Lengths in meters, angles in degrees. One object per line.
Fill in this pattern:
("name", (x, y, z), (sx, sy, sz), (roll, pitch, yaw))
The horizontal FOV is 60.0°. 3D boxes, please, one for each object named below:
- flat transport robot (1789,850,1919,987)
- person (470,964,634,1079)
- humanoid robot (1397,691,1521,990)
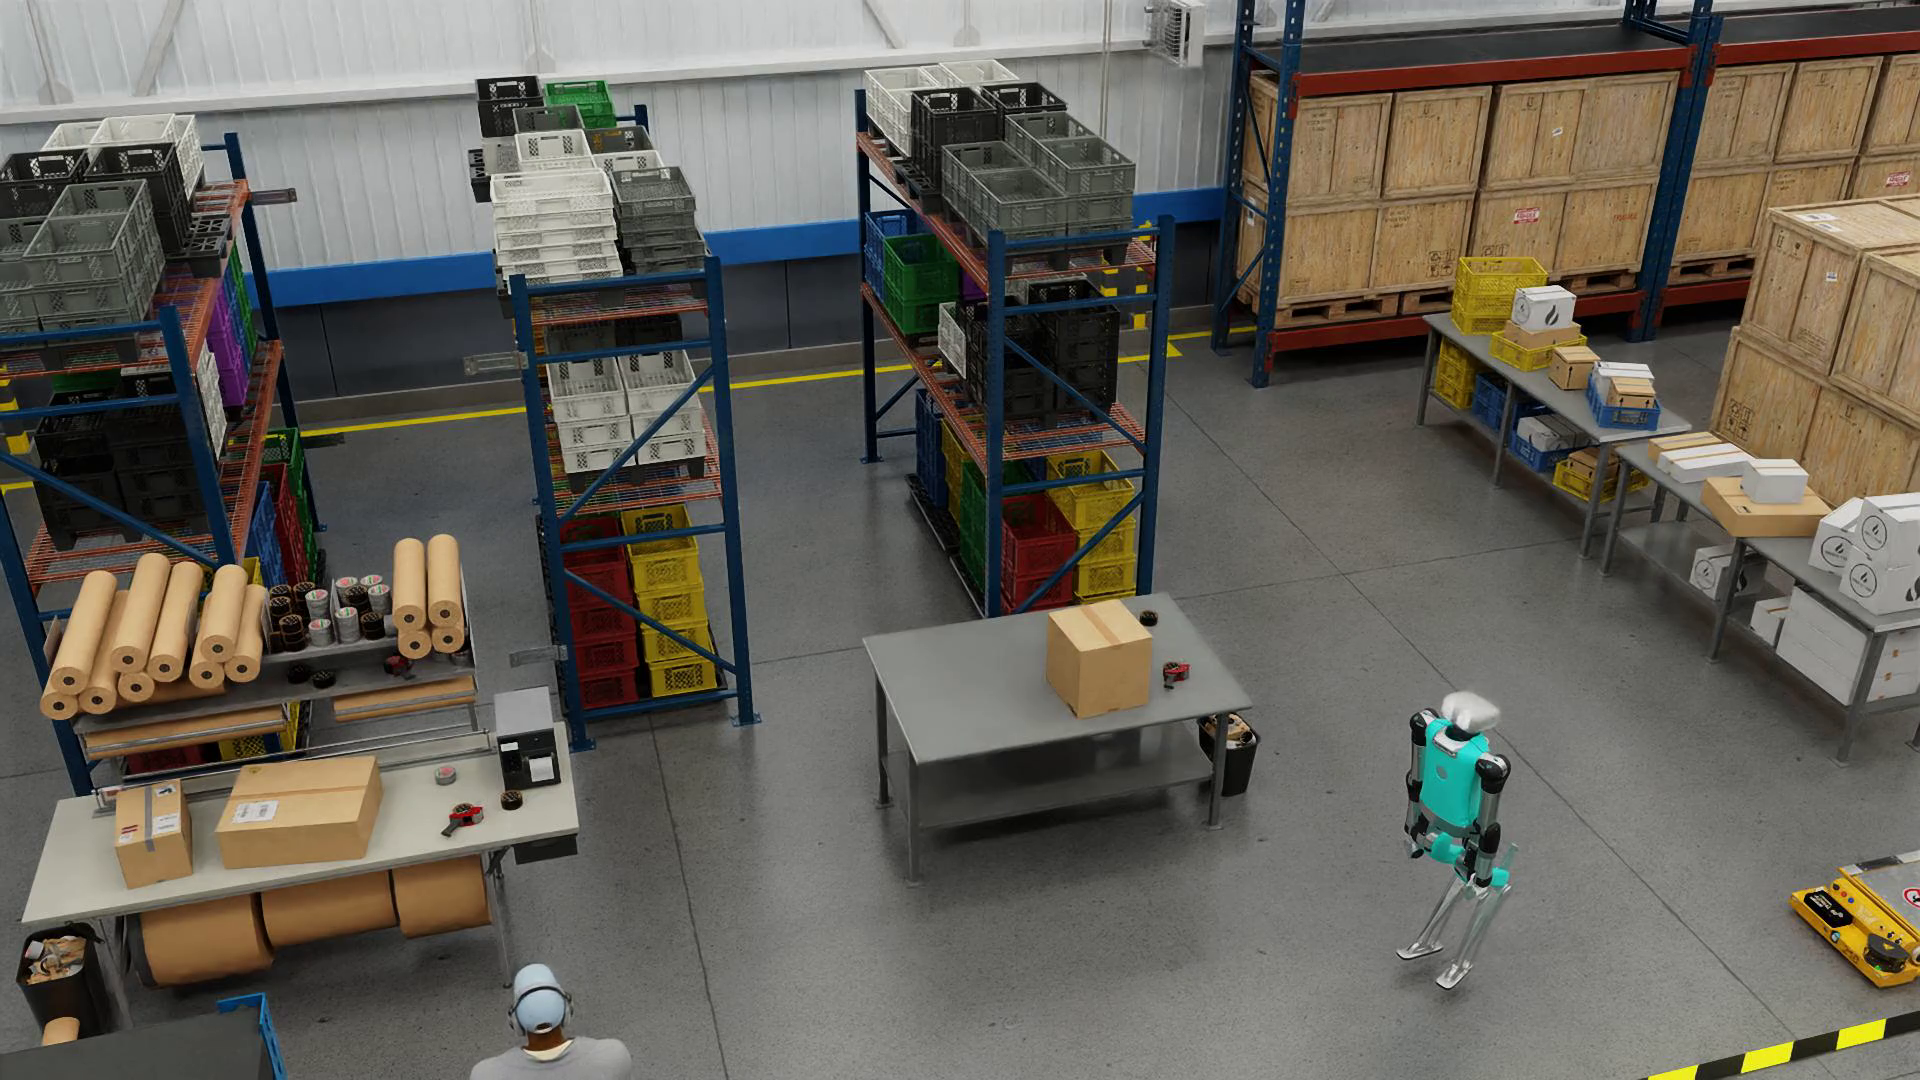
("flat transport robot", (5.163, 1.916, 8.676), (1.431, 0.231, 0.659), (-8, 30, -14))
("person", (-1.476, 2.340, 6.259), (0.590, 1.852, 0.372), (-8, 30, -14))
("humanoid robot", (2.475, 1.385, 7.972), (0.735, 1.681, 0.533), (-17, 33, -28))
